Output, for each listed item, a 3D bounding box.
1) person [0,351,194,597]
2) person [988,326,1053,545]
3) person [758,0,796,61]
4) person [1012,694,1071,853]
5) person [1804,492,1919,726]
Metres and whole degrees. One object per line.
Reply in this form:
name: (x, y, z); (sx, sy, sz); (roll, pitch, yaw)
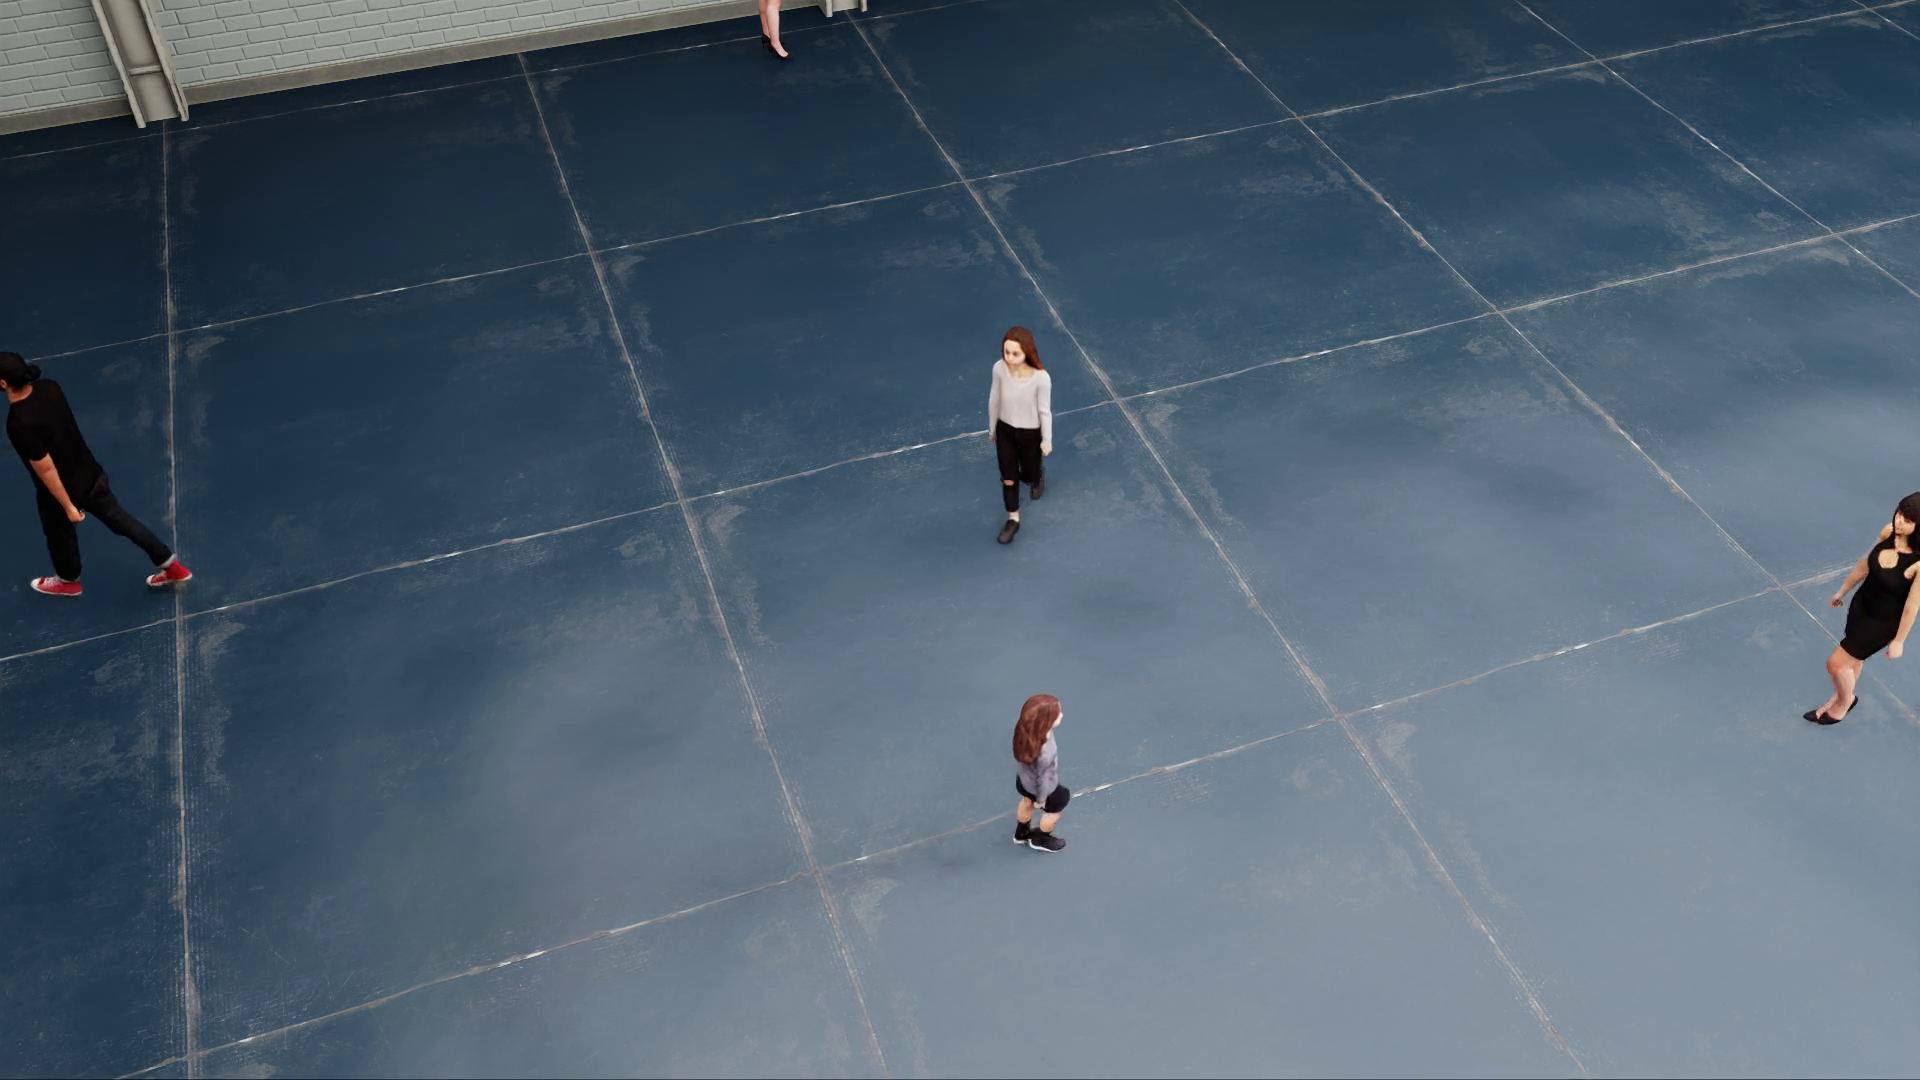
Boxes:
person: (-4.885, -0.316, 9.297); (1.252, 1.713, 0.952); (2, 43, 3)
person: (0.382, -0.672, 9.856); (0.848, 1.472, 0.891); (15, 45, 16)
person: (-1.640, -5.000, 14.290); (0.507, 1.745, 0.585); (-13, 44, -13)
person: (0.332, 1.150, 8.181); (0.509, 1.095, 0.489); (-10, 44, -10)
person: (4.805, 0.397, 8.591); (0.642, 1.635, 0.662); (-3, 43, -3)
